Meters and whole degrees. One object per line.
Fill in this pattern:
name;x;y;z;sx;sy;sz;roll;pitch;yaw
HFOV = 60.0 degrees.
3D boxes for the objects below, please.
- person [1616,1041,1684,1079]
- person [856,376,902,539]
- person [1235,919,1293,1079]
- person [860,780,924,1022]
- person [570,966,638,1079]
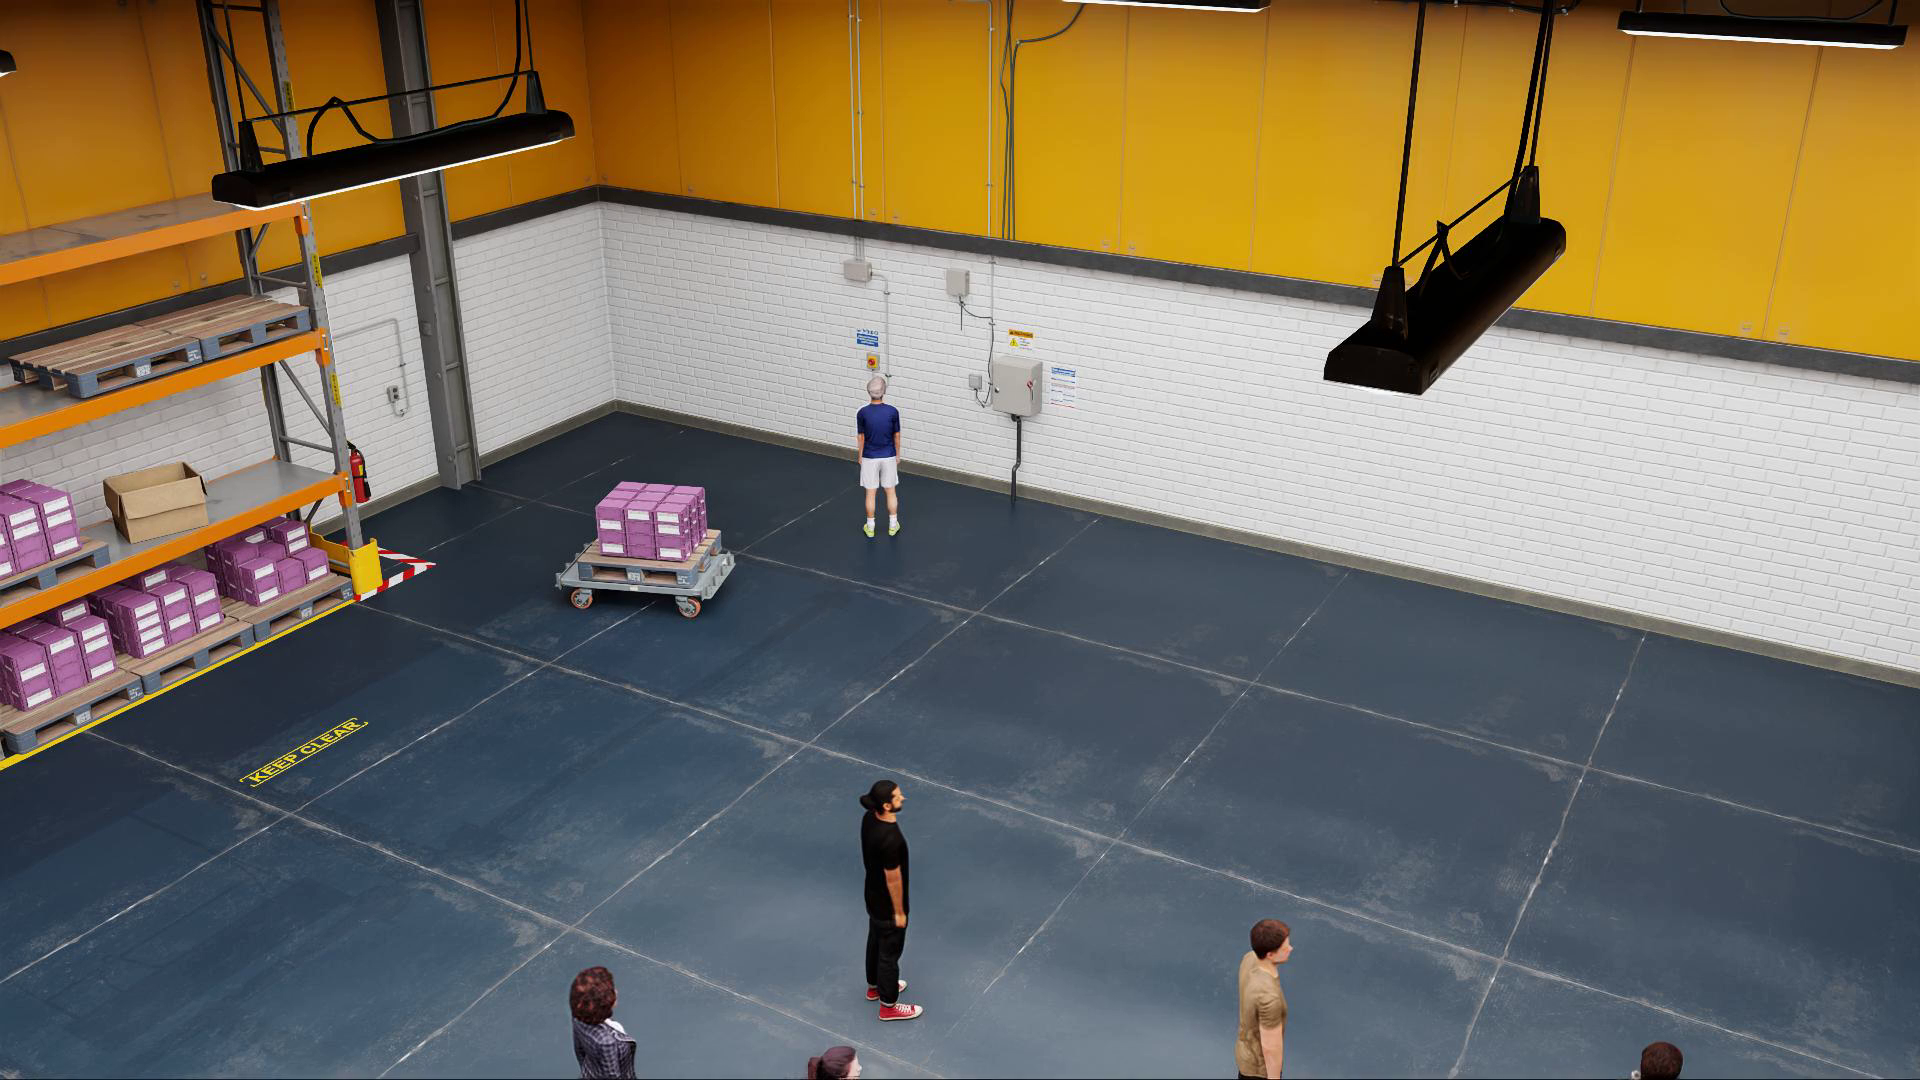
person;3.449;3.358;8.549;0.697;1.851;0.600;17;29;33
person;-0.892;-0.924;18.359;0.725;1.839;0.762;-3;24;-8
person;1.702;2.944;9.493;0.807;1.852;0.702;-2;24;-4
person;-0.494;2.352;10.965;0.765;1.758;0.722;-8;25;-19
person;-1.982;3.113;9.295;0.677;1.702;0.697;-16;29;-33
